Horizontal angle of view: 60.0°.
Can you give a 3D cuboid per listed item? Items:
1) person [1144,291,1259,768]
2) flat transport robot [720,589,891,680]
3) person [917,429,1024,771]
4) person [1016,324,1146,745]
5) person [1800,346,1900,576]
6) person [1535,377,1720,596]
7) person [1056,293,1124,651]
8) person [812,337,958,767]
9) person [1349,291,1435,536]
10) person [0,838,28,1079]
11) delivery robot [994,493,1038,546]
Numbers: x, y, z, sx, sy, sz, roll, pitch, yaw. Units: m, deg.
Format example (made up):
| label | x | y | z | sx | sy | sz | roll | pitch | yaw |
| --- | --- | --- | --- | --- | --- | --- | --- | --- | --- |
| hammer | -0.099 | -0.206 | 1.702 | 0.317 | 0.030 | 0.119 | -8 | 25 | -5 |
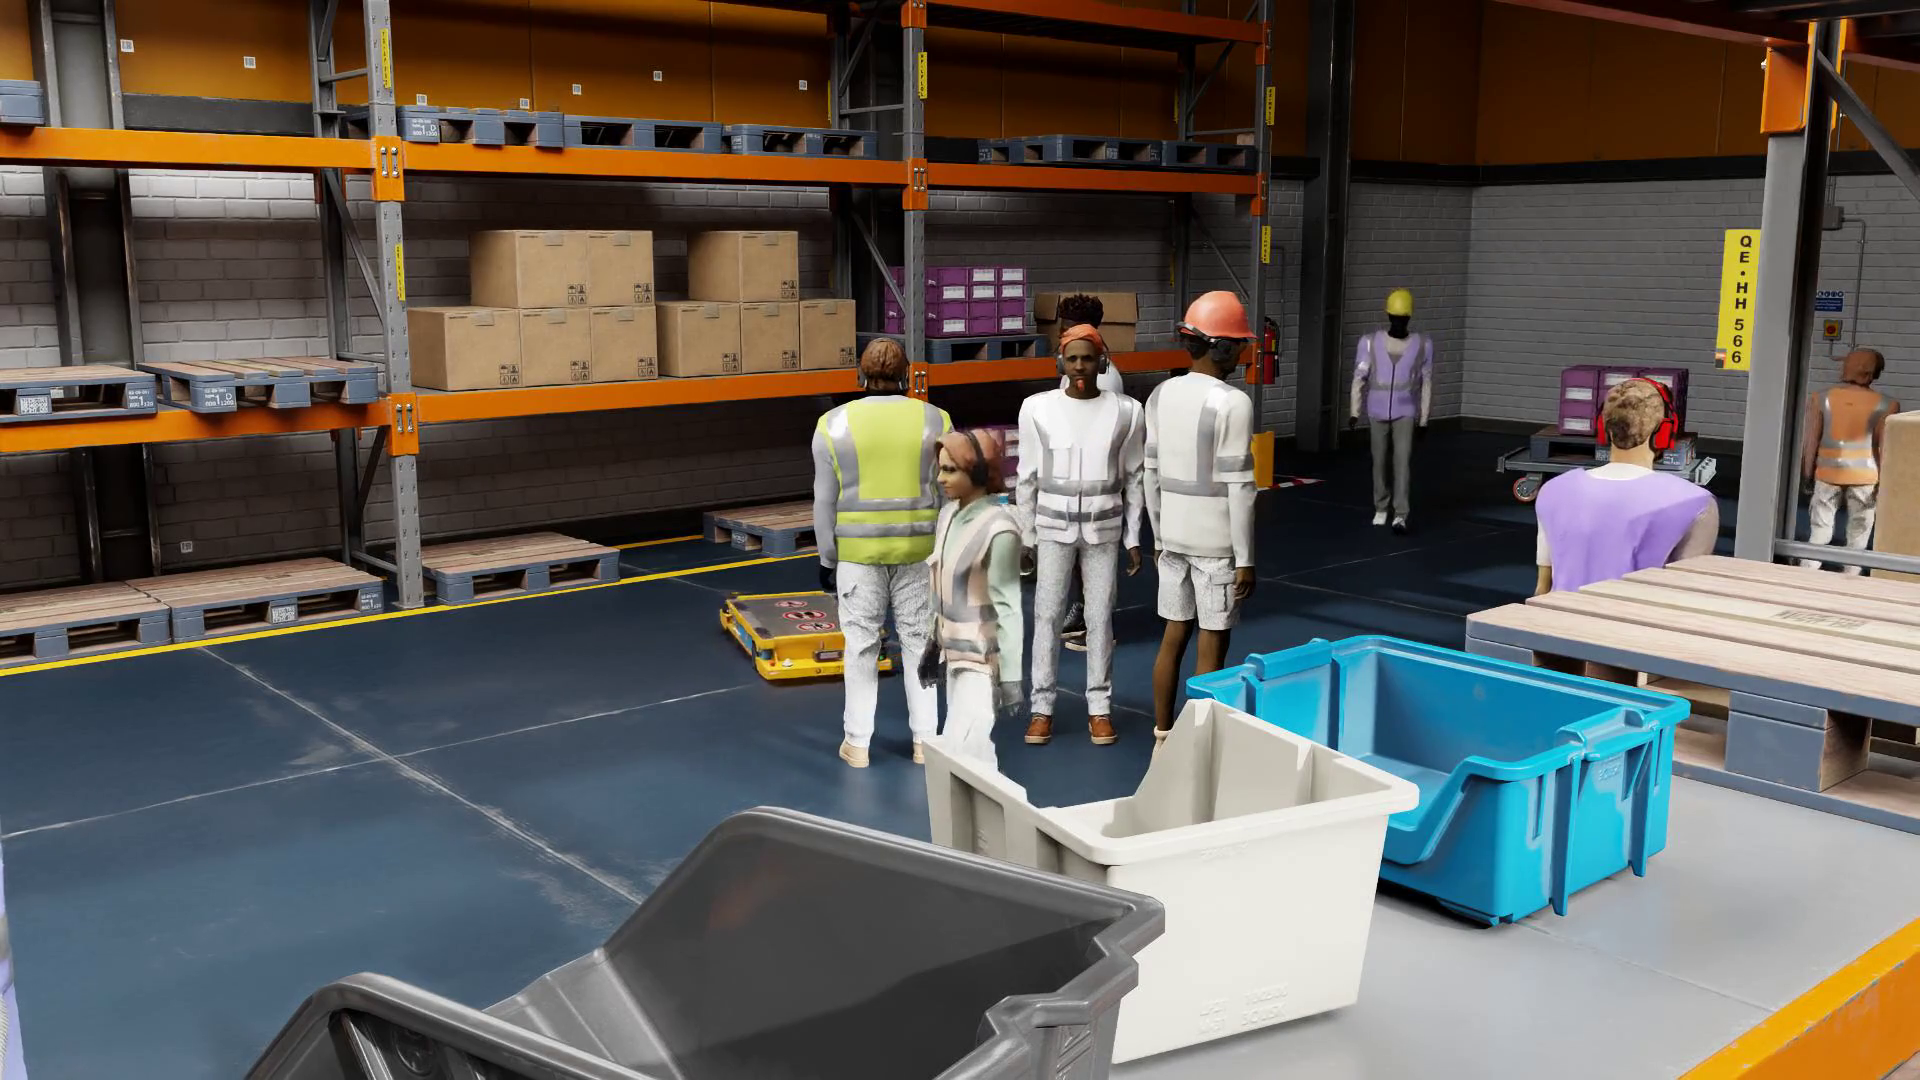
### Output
| label | x | y | z | sx | sy | sz | roll | pitch | yaw |
| --- | --- | --- | --- | --- | --- | --- | --- | --- | --- |
| person | 1.023 | 0.001 | 6.875 | 0.387 | 2.041 | 0.615 | -6 | 12 | -31 |
| flat transport robot | -0.875 | 0.487 | 9.117 | 0.652 | 0.197 | 1.431 | -3 | 11 | -17 |
| person | 0.034 | 0.432 | 5.637 | 0.366 | 1.627 | 0.525 | -4 | 11 | -19 |
| person | 0.535 | -0.016 | 7.425 | 0.575 | 1.882 | 0.360 | 1 | 10 | 3 |
| person | 5.346 | -0.355 | 10.048 | 0.522 | 1.617 | 0.569 | 8 | 13 | 38 |
| person | 1.994 | 0.427 | 5.091 | 0.388 | 1.835 | 0.565 | -8 | 13 | -38 |
| person | 0.690 | -0.374 | 9.195 | 0.362 | 1.963 | 0.613 | -3 | 11 | -17 |
| person | -0.317 | 0.060 | 7.113 | 0.627 | 1.844 | 0.429 | -2 | 10 | -9 |
| person | 3.345 | -0.985 | 12.889 | 0.608 | 1.871 | 1.006 | 3 | 11 | 18 |
| person | -1.548 | 0.855 | 2.388 | 0.545 | 1.938 | 0.359 | 8 | 13 | 39 |
| delivery robot | 0.278 | -0.071 | 11.186 | 0.707 | 0.478 | 0.477 | 3 | 11 | 19 |
